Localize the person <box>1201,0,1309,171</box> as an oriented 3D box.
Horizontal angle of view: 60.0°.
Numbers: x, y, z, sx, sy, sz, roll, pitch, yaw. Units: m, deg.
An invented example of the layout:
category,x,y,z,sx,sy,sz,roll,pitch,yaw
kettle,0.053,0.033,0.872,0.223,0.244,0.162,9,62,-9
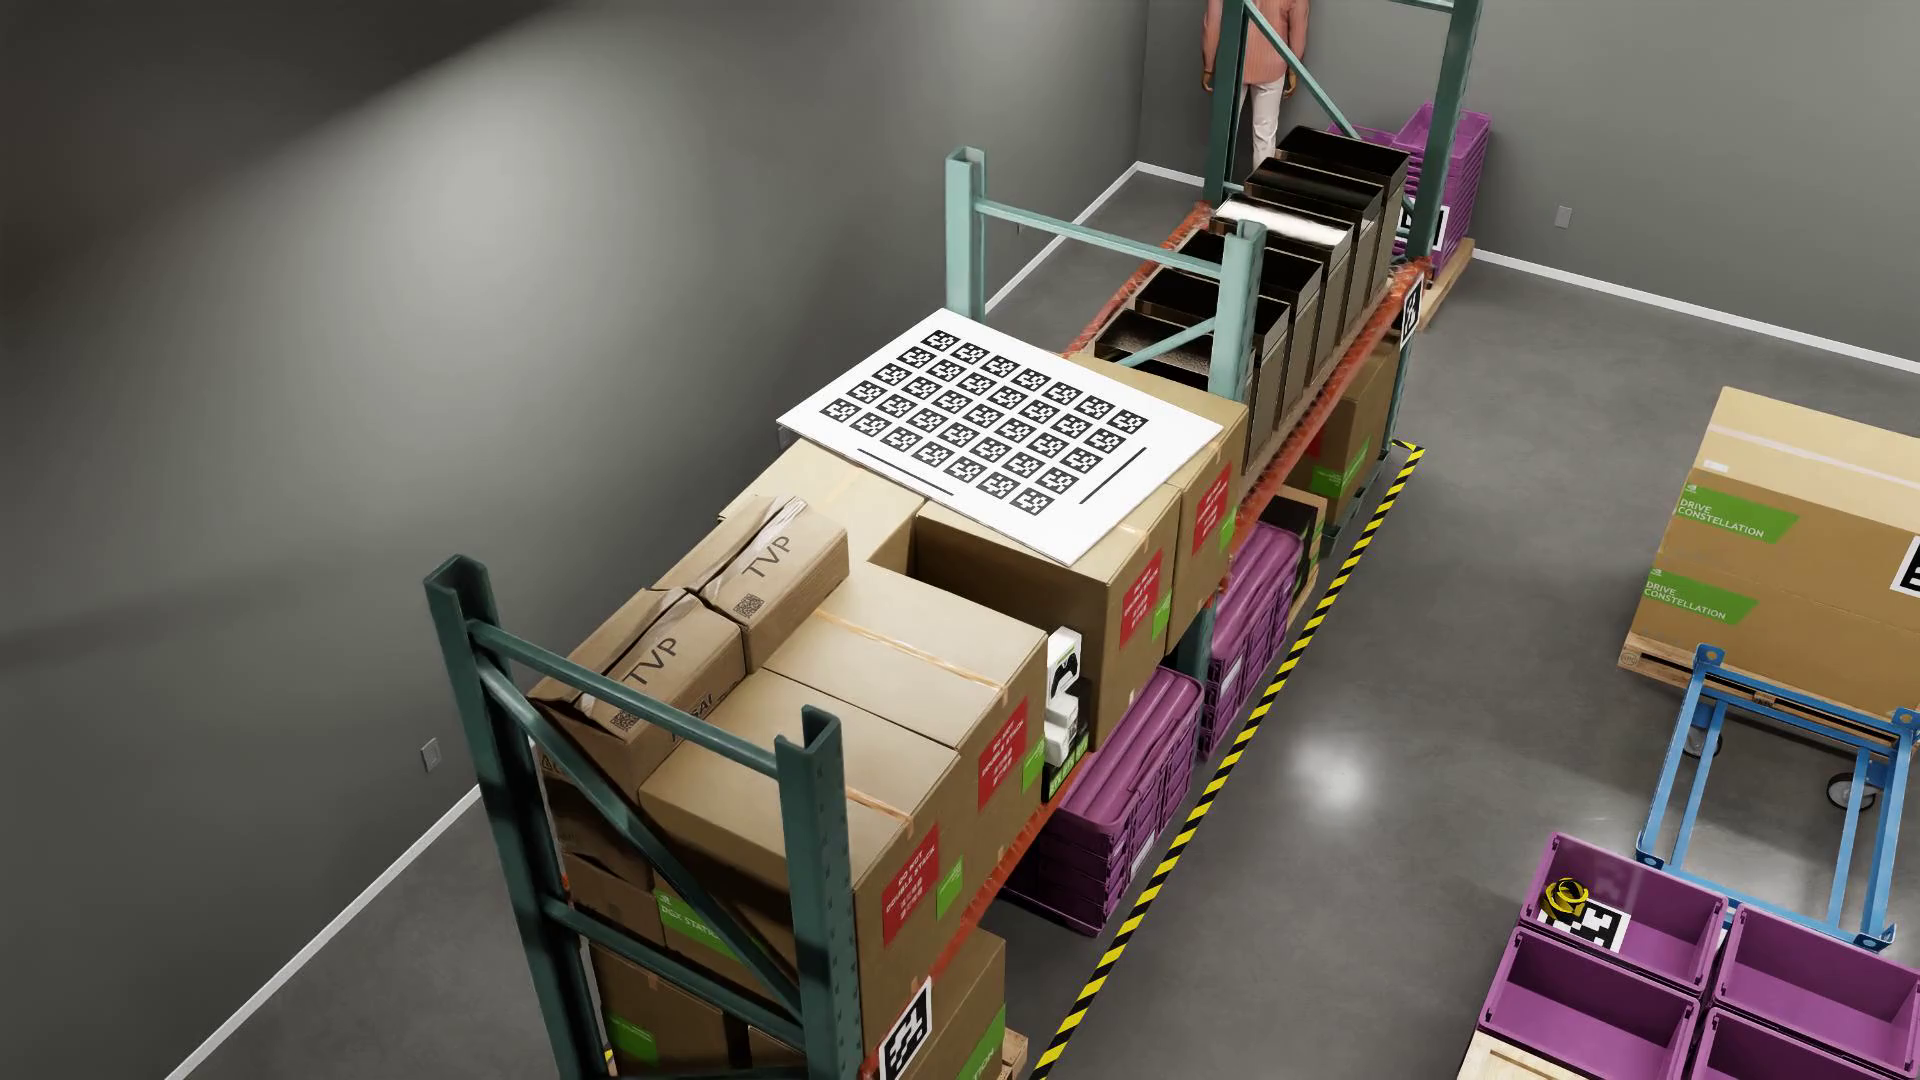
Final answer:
category,x,y,z,sx,sy,sz,roll,pitch,yaw
person,1.736,-2.829,9.925,0.608,1.995,0.376,4,40,5
